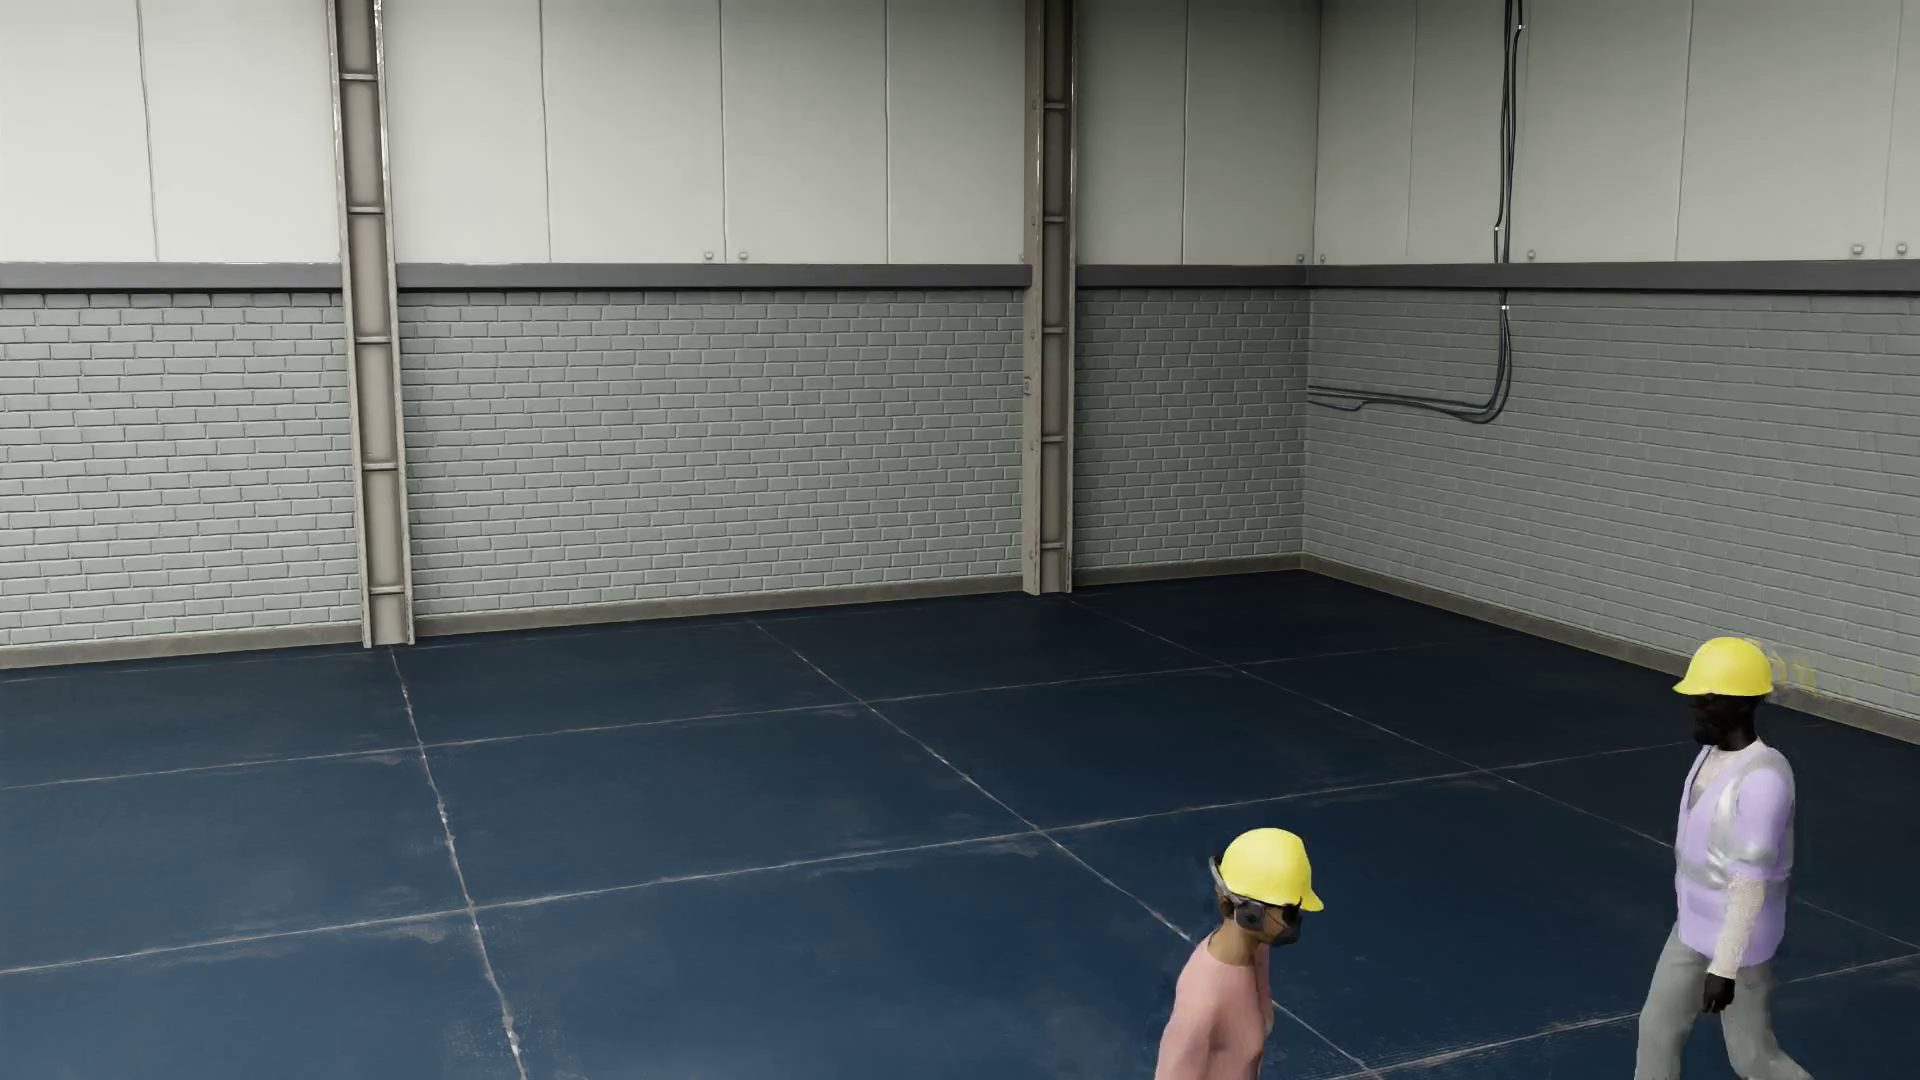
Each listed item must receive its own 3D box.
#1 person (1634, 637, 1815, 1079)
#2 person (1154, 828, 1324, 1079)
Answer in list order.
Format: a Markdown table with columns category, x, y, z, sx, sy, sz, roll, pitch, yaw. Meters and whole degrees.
| category | x | y | z | sx | sy | sz | roll | pitch | yaw |
| --- | --- | --- | --- | --- | --- | --- | --- | --- | --- |
| person | 2.529 | 1.244 | 5.378 | 0.905 | 1.899 | 0.588 | 0 | 9 | 3 |
| person | 0.525 | 1.523 | 4.247 | 0.910 | 1.704 | 0.531 | 3 | 10 | 19 |
